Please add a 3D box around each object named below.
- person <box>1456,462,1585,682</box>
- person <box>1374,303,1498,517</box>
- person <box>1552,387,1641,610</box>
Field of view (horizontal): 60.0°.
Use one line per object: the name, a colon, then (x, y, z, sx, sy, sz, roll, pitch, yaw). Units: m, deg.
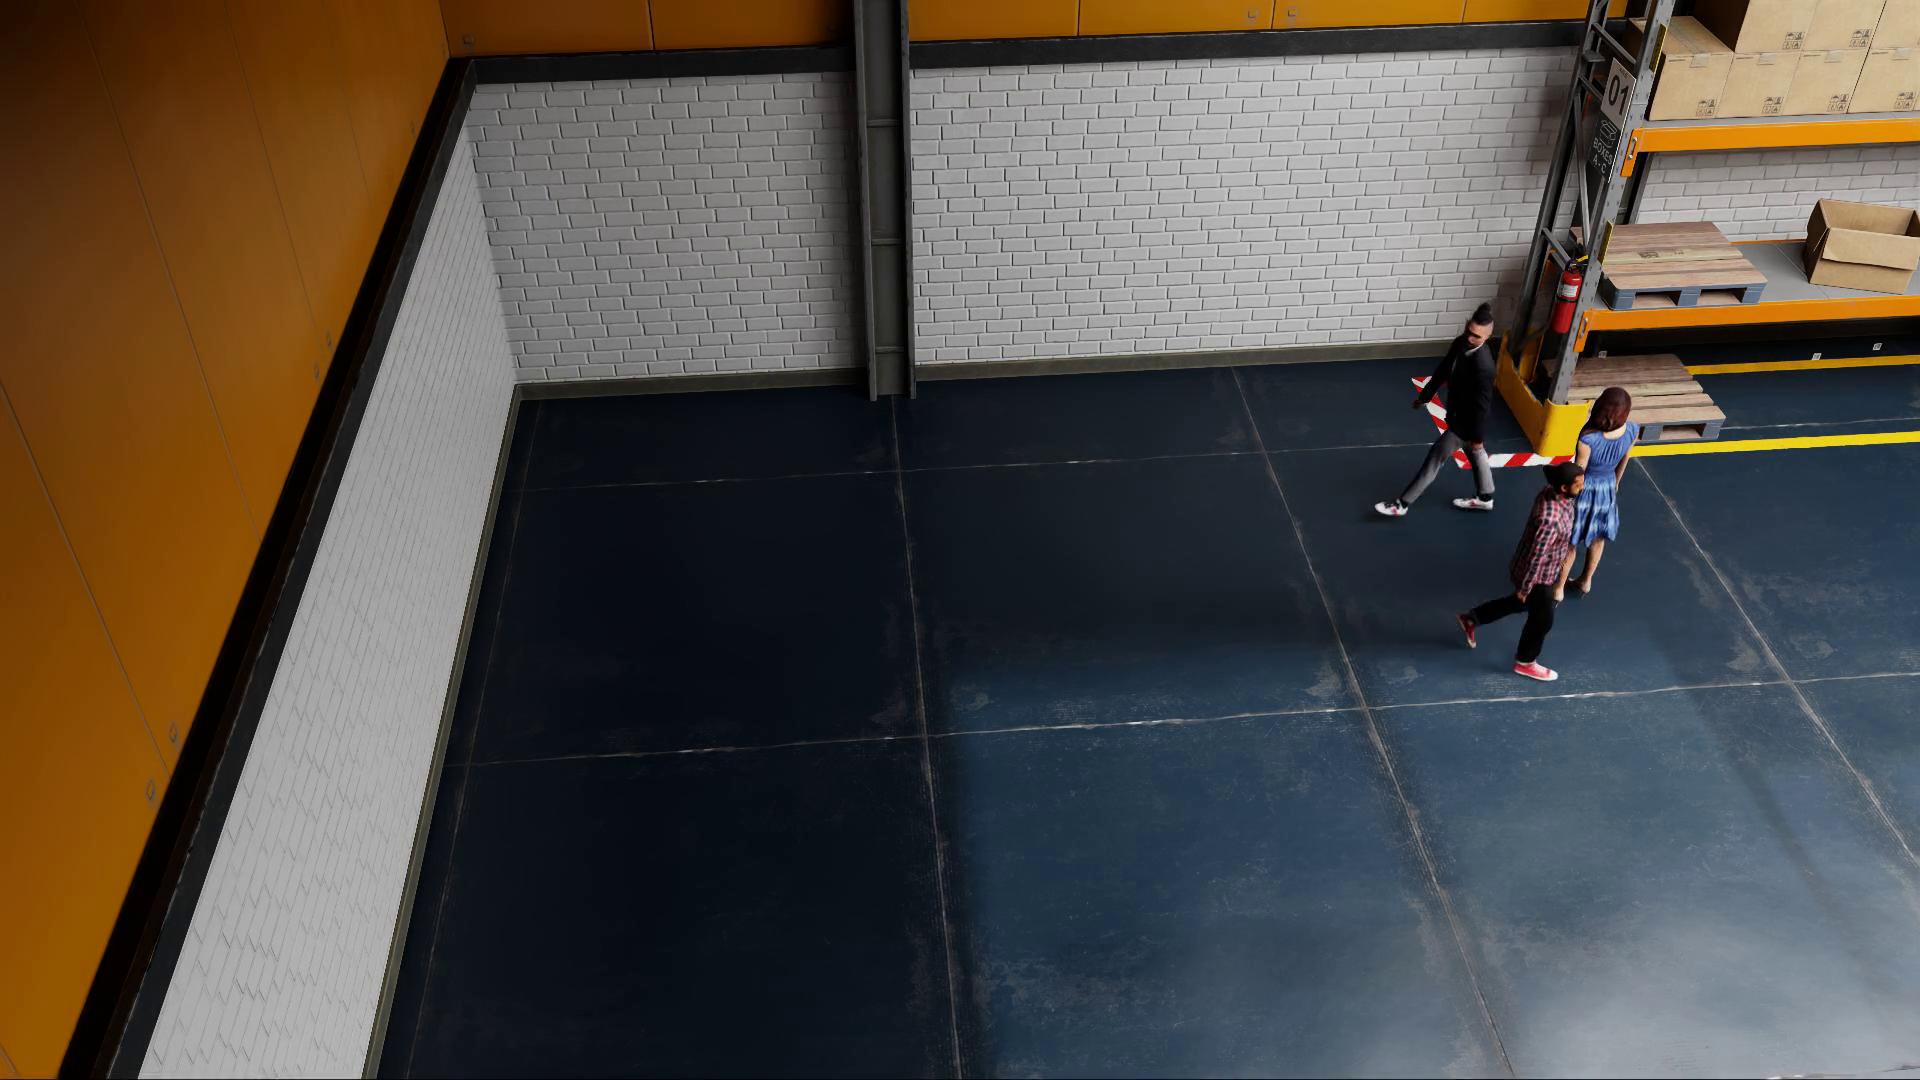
person: (3.778, 0.171, 11.112, 1.091, 1.741, 0.921, 12, 40, 14)
person: (3.839, -0.925, 12.356, 1.204, 1.901, 0.796, 1, 39, 1)
person: (4.399, -0.291, 11.639, 0.606, 1.805, 0.784, -12, 40, -14)
